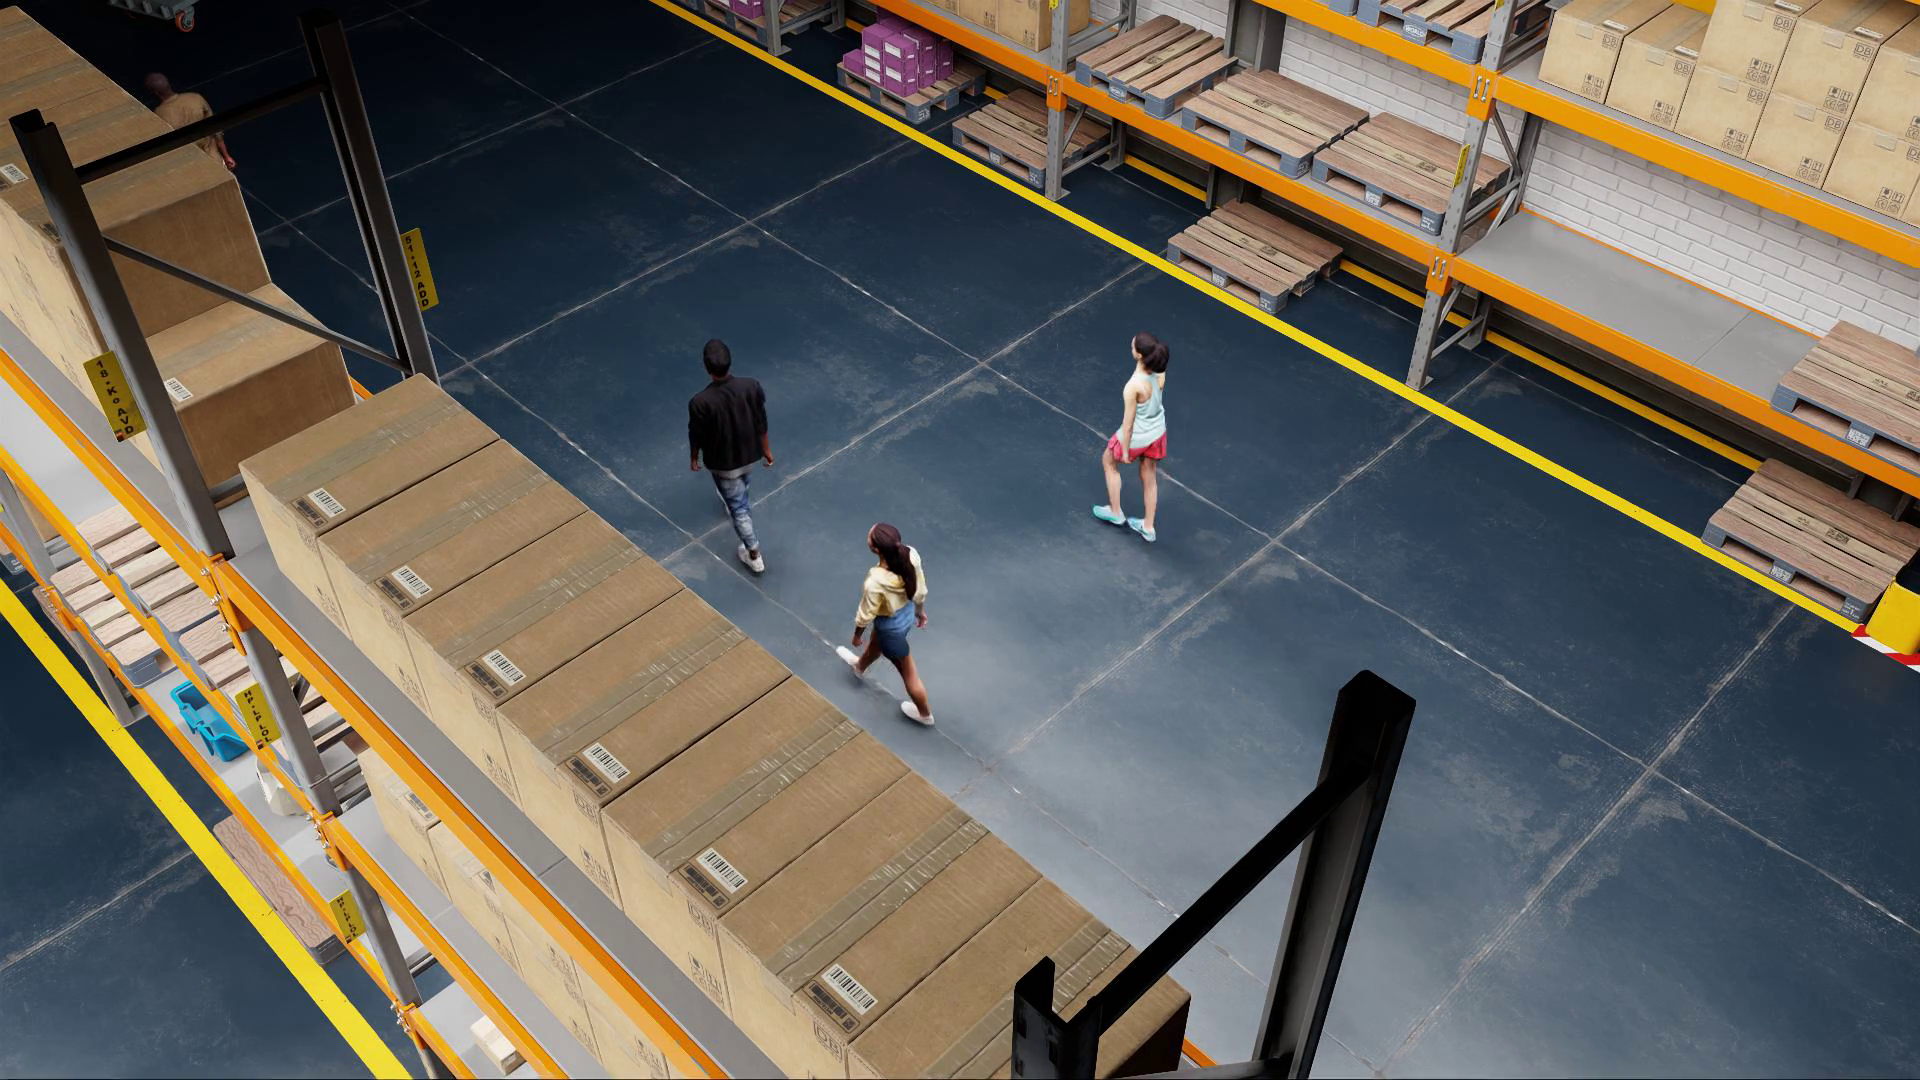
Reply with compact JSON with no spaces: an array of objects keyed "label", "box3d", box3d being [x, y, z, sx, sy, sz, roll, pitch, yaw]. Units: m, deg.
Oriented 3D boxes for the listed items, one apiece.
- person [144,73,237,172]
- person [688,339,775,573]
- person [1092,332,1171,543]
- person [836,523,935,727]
[{"label":"person","box3d":[-6.435,-3.145,14.195,0.629,1.807,0.759,34,53,30]},{"label":"person","box3d":[-1.524,-0.536,11.482,0.865,1.773,1.179,-23,48,-23]},{"label":"person","box3d":[1.333,-0.679,11.649,0.599,1.749,0.748,-30,51,-27]},{"label":"person","box3d":[-0.353,0.579,10.446,1.114,1.586,0.776,27,50,25]}]
